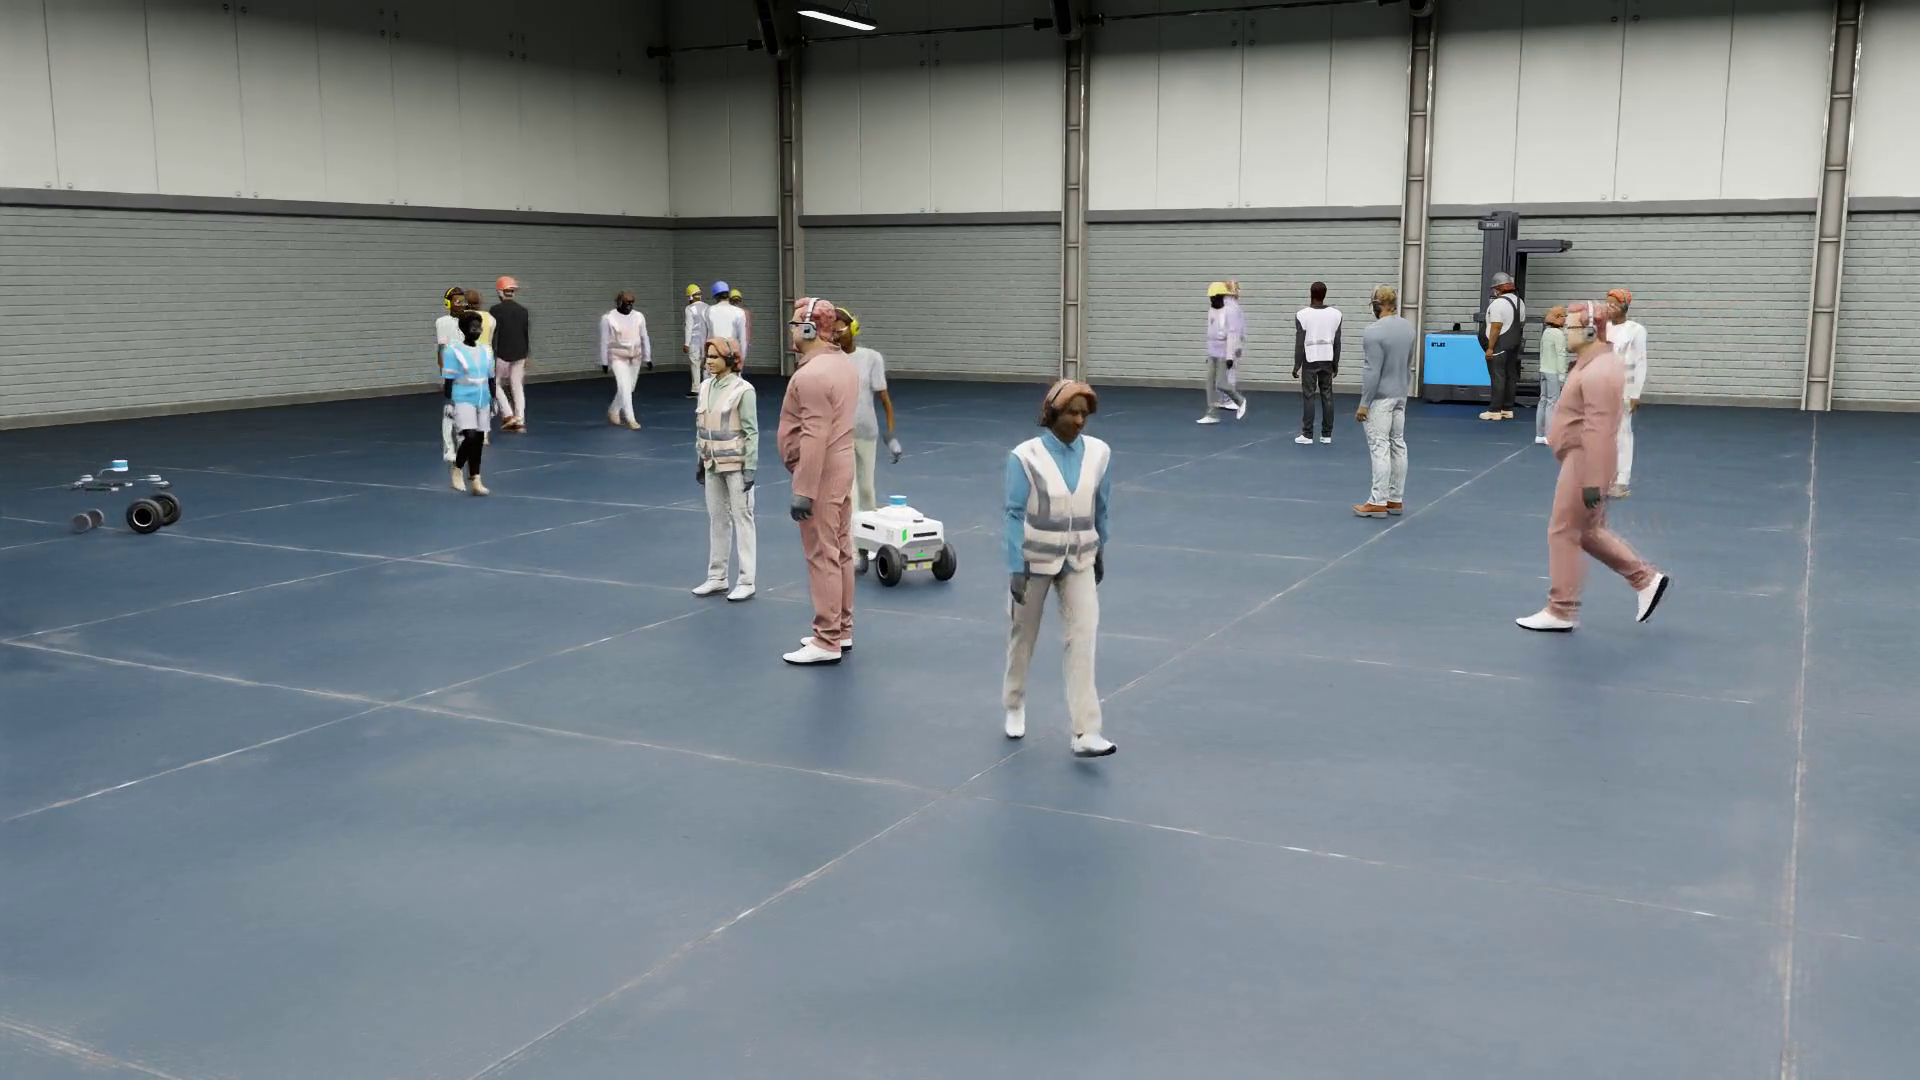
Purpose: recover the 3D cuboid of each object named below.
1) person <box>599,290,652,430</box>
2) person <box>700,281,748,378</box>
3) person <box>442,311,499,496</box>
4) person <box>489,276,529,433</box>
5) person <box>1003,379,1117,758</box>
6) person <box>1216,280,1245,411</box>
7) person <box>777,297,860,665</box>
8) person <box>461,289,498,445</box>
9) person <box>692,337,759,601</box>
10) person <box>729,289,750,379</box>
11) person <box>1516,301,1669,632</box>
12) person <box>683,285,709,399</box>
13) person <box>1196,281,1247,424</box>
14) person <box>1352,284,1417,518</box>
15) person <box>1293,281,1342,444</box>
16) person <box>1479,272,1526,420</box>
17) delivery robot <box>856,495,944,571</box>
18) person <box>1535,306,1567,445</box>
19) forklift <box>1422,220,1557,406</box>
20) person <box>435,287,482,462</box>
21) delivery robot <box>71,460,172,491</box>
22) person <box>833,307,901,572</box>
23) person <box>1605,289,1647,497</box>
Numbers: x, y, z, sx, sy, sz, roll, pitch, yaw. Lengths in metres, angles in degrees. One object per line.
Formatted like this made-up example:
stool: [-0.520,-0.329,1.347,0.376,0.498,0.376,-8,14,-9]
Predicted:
person: [-4.424,-2.368,21.785,0.625,1.804,0.886,-8,12,-40]
person: [-3.053,-2.392,21.561,0.631,1.913,0.557,0,9,-2]
person: [-4.442,-1.238,15.157,0.373,1.683,0.543,6,11,33]
person: [-5.736,-2.350,21.105,0.457,1.972,0.646,7,11,36]
person: [0.425,0.115,7.084,0.537,1.584,0.848,-4,10,-21]
person: [4.015,-2.885,24.625,0.407,1.908,0.649,-2,10,-15]
person: [-0.756,-0.311,8.747,0.404,1.910,0.636,2,9,12]
person: [-5.779,-2.041,19.661,0.498,1.828,0.663,8,13,42]
person: [-1.457,-0.447,10.405,0.514,1.642,0.314,8,12,41]
person: [-3.801,-3.388,28.242,0.522,1.739,0.816,-5,10,-28]
person: [3.622,-0.408,9.420,0.723,1.881,0.653,4,10,23]
person: [-4.260,-3.205,26.856,0.403,1.822,0.589,6,11,31]
person: [3.518,-2.505,22.276,0.642,1.905,0.599,-4,10,-25]
person: [3.548,-1.164,13.928,0.627,1.934,0.370,-8,12,-41]
person: [4.245,-2.105,19.778,0.590,1.919,0.392,-2,9,-13]
person: [7.472,-2.679,23.073,0.676,2.000,0.536,-8,12,-40]
delivery robot: [-0.412,-0.057,11.167,0.477,0.478,0.707,-6,11,-31]
person: [7.013,-1.945,19.664,0.285,1.634,0.499,-1,9,-5]
forklift: [8.245,-3.527,25.720,1.873,2.768,1.129,5,10,27]
person: [-5.428,-1.786,17.991,0.311,1.859,0.532,4,10,26]
delivery robot: [-6.669,-0.520,13.218,0.698,0.223,0.335,-2,9,-7]
person: [-0.708,-0.704,11.522,0.613,1.809,0.951,1,9,4]
person: [5.970,-1.342,15.177,0.341,1.882,0.587,-4,10,-24]
